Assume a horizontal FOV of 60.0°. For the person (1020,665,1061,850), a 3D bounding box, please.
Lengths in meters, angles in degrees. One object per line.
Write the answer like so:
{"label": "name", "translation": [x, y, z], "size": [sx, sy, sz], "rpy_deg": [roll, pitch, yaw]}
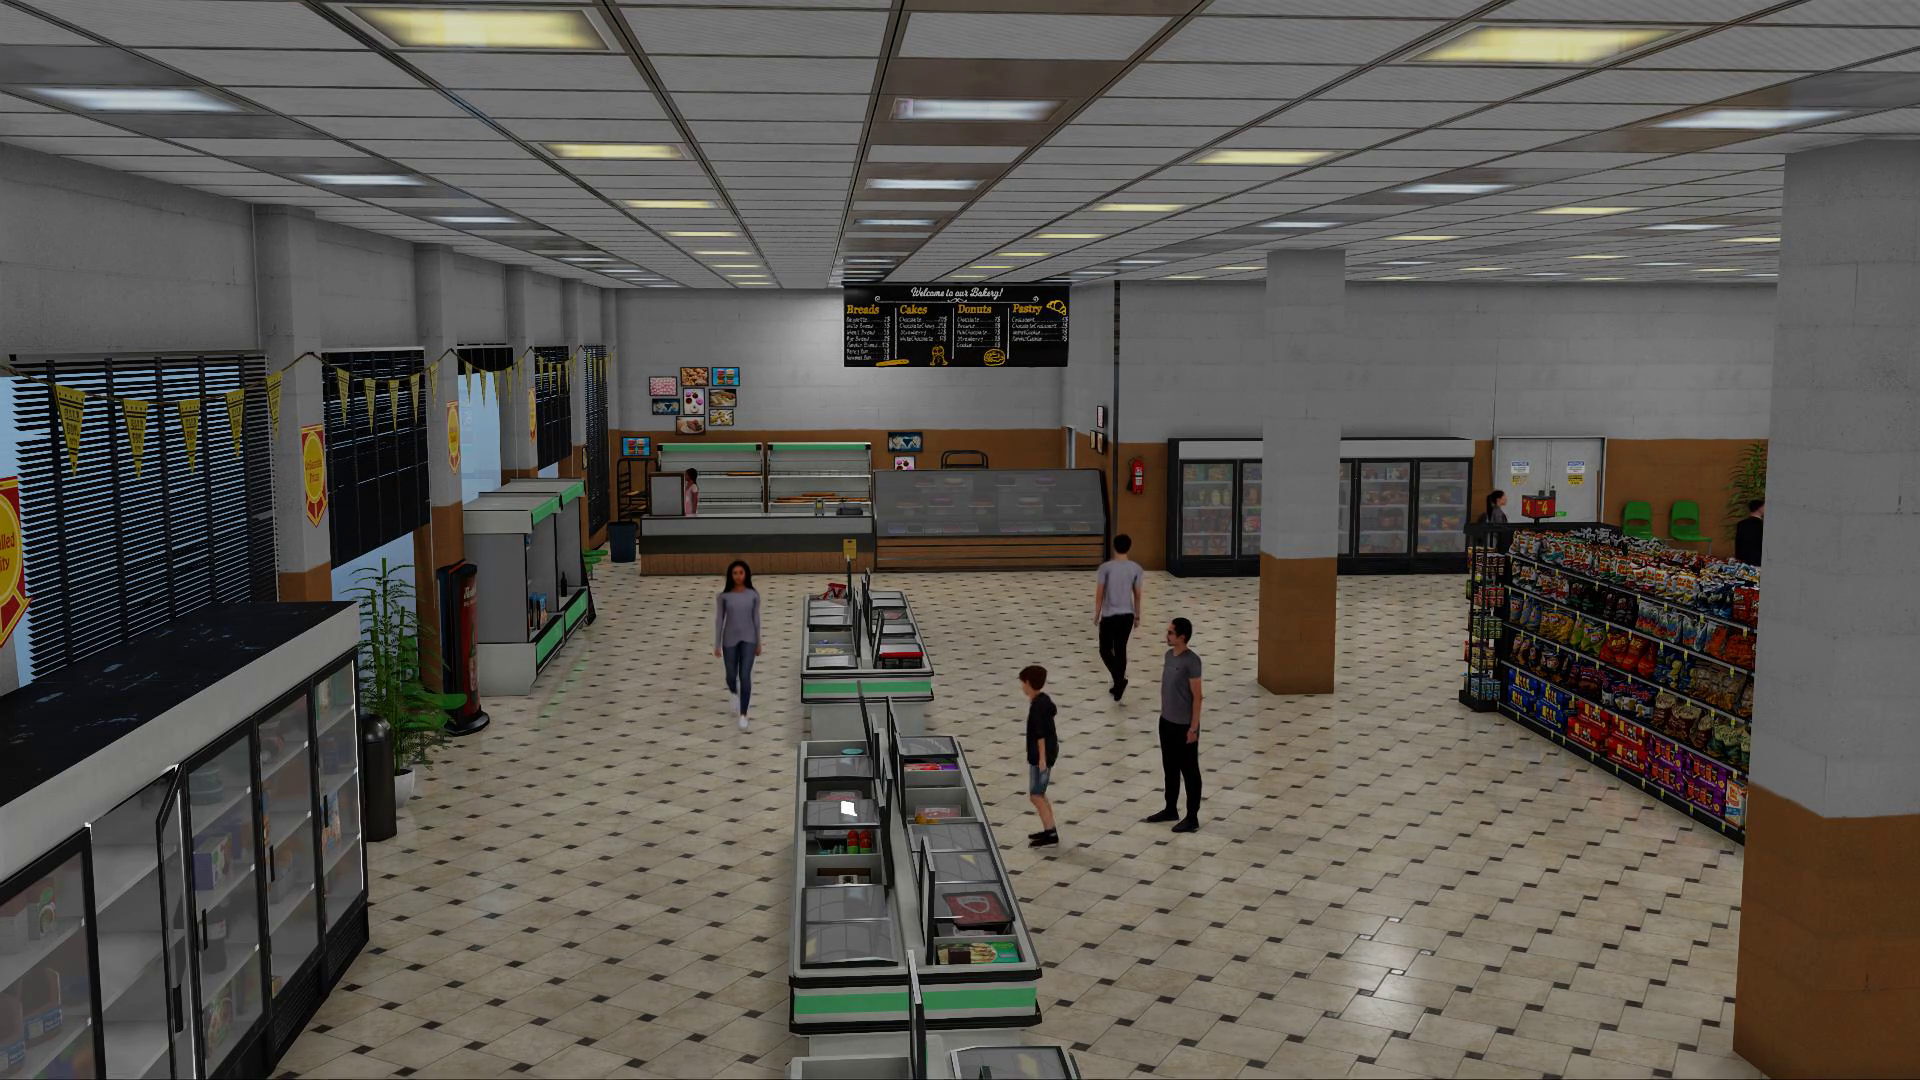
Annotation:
{"label": "person", "translation": [0.668, 1.722, 13.167], "size": [0.731, 1.422, 0.522], "rpy_deg": [-1, 7, -10]}

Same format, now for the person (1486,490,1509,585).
{"label": "person", "translation": [8.321, 0.062, 25.841], "size": [0.713, 1.677, 0.556], "rpy_deg": [0, 7, 4]}

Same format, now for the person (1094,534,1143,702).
{"label": "person", "translation": [1.748, 0.876, 18.390], "size": [0.765, 1.848, 1.033], "rpy_deg": [-2, 7, -12]}

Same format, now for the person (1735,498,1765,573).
{"label": "person", "translation": [10.877, 0.342, 22.828], "size": [0.790, 1.844, 0.633], "rpy_deg": [-4, 8, -27]}

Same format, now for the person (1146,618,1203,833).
{"label": "person", "translation": [1.818, 1.492, 13.688], "size": [0.760, 1.753, 0.626], "rpy_deg": [-4, 8, -28]}

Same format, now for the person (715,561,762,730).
{"label": "person", "translation": [-2.308, 1.074, 17.355], "size": [0.681, 1.704, 1.110], "rpy_deg": [-1, 7, -7]}

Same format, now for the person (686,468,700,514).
{"label": "person", "translation": [-4.772, -0.414, 29.513], "size": [0.707, 1.741, 0.580], "rpy_deg": [-4, 8, -29]}
